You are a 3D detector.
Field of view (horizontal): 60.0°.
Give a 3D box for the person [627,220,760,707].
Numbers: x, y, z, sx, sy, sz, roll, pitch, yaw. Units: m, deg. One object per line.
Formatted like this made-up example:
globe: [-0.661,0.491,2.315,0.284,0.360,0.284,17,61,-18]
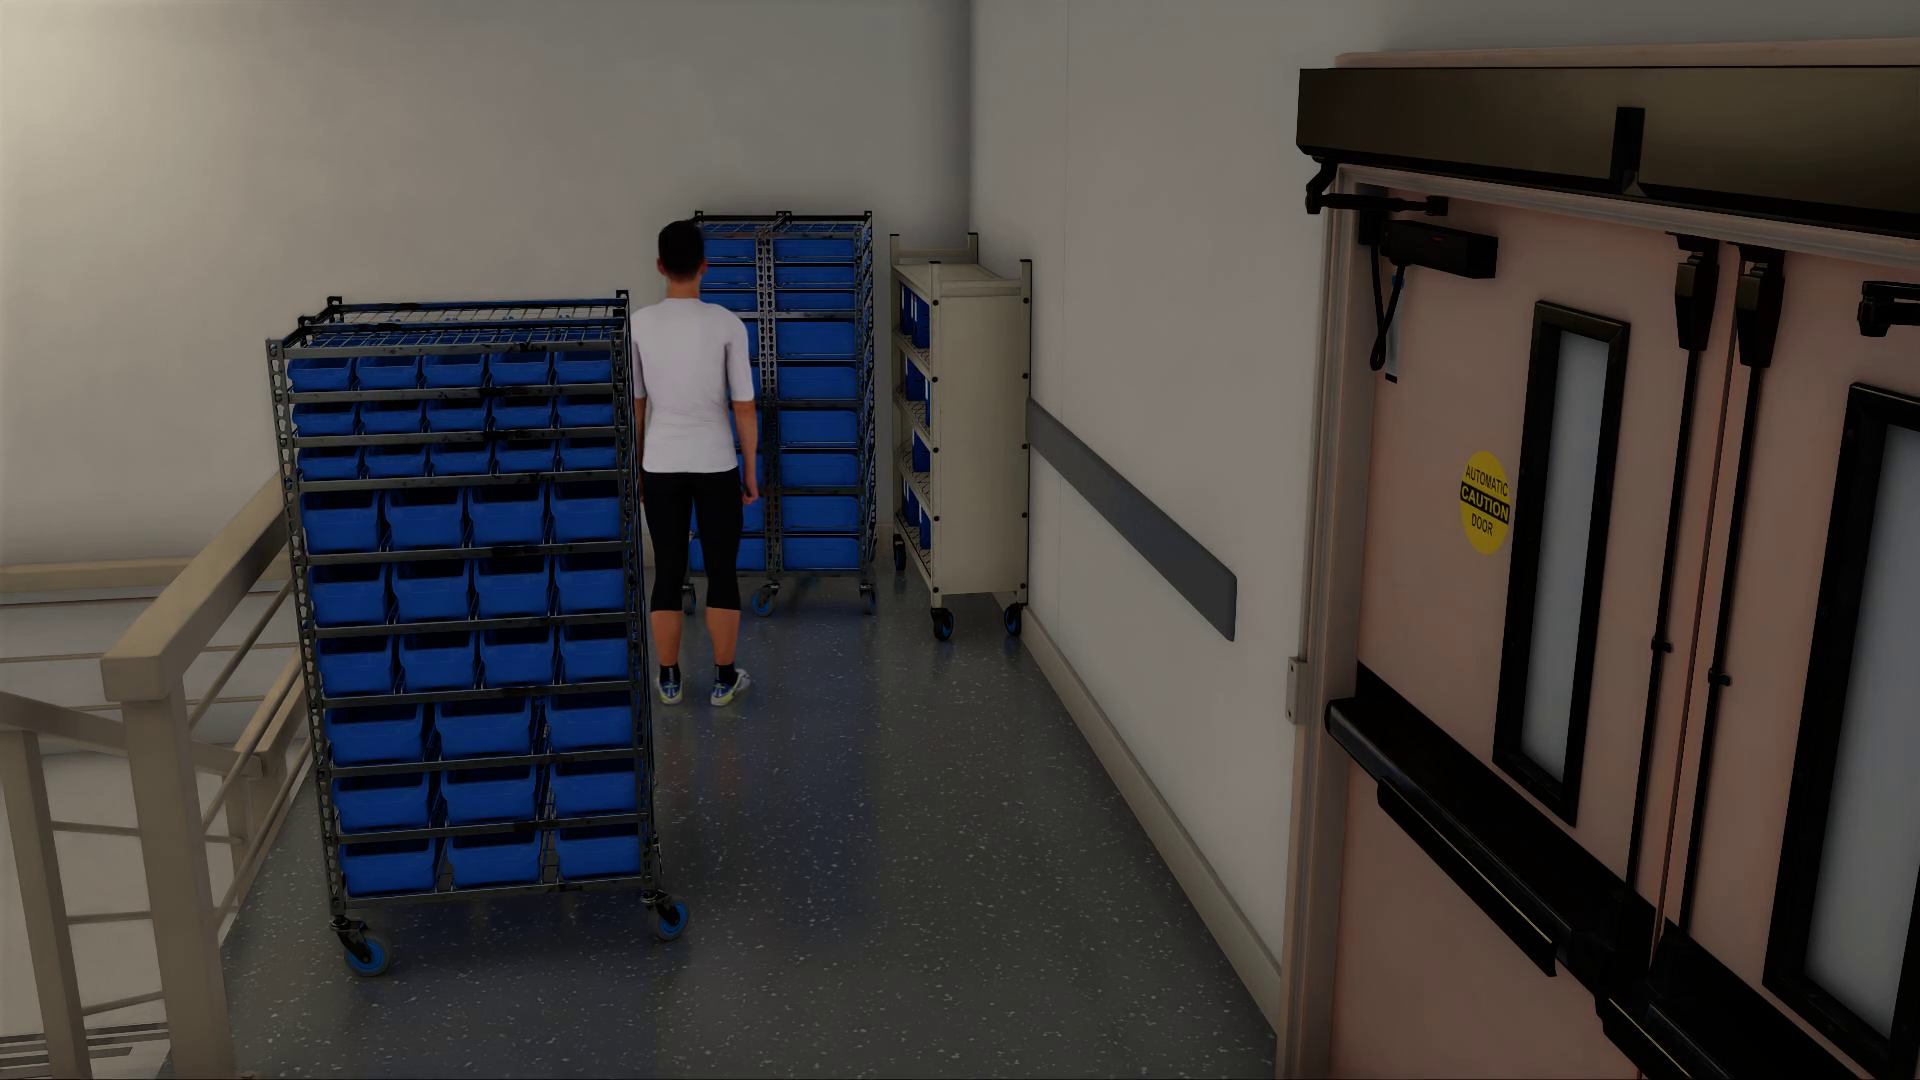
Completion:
person: [-1.026,-0.278,6.331,0.694,1.847,0.606,0,16,1]
